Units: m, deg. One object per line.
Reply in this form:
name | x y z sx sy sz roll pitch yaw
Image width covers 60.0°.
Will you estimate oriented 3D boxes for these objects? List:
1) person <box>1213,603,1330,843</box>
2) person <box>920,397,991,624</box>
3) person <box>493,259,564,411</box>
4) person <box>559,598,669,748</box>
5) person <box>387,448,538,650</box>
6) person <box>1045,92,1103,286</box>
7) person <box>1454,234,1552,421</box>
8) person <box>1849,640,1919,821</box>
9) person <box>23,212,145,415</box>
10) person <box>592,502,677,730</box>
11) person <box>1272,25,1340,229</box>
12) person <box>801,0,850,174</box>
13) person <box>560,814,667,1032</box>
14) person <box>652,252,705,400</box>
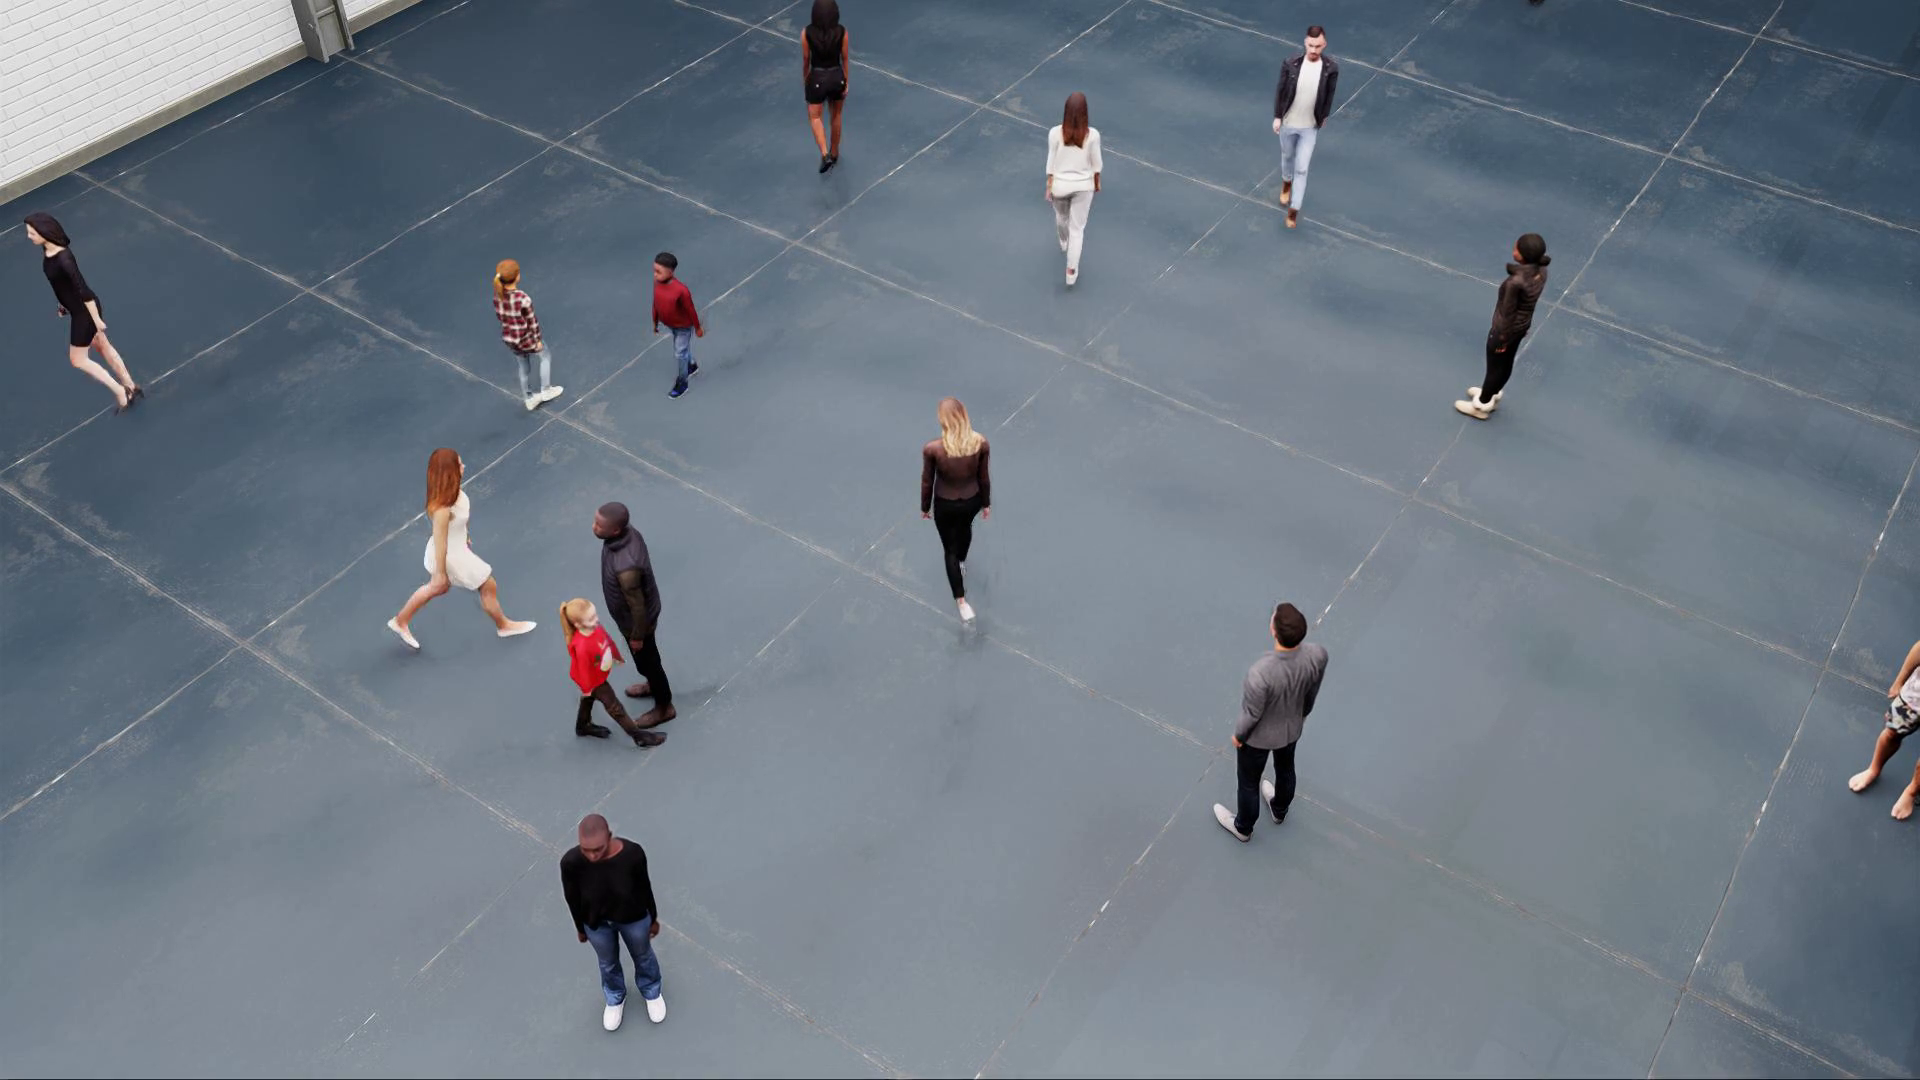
person | 1.818 1.070 9.677 0.720 1.874 0.842 -19 47 -19
person | -0.009 -0.175 11.130 1.096 1.673 1.123 -9 44 -9
person | -3.423 -1.542 12.841 0.586 1.292 0.600 20 47 19
person | -2.343 0.834 10.373 0.844 1.257 0.840 -1 44 -2
person | -3.410 0.120 10.835 1.177 1.652 1.111 -7 44 -7
person | 0.955 -2.939 14.049 0.972 1.649 1.163 3 44 3
person | 4.178 -1.608 12.639 0.686 1.666 0.629 9 44 9
person | 5.842 0.916 9.885 0.640 1.811 0.713 -34 53 -30
person | -6.592 -1.740 12.689 0.735 1.789 0.707 -23 48 -22
person | -2.023 0.452 10.354 0.793 1.836 0.775 -13 45 -13
person | 3.014 -3.754 14.795 0.937 1.800 1.212 9 44 9
person | -1.218 -4.118 15.236 0.924 1.718 0.981 -7 44 -7
person | -1.821 1.986 8.807 0.680 1.748 0.739 -7 44 -7
person | -2.185 -1.764 13.112 0.531 1.240 0.660 25 49 24
